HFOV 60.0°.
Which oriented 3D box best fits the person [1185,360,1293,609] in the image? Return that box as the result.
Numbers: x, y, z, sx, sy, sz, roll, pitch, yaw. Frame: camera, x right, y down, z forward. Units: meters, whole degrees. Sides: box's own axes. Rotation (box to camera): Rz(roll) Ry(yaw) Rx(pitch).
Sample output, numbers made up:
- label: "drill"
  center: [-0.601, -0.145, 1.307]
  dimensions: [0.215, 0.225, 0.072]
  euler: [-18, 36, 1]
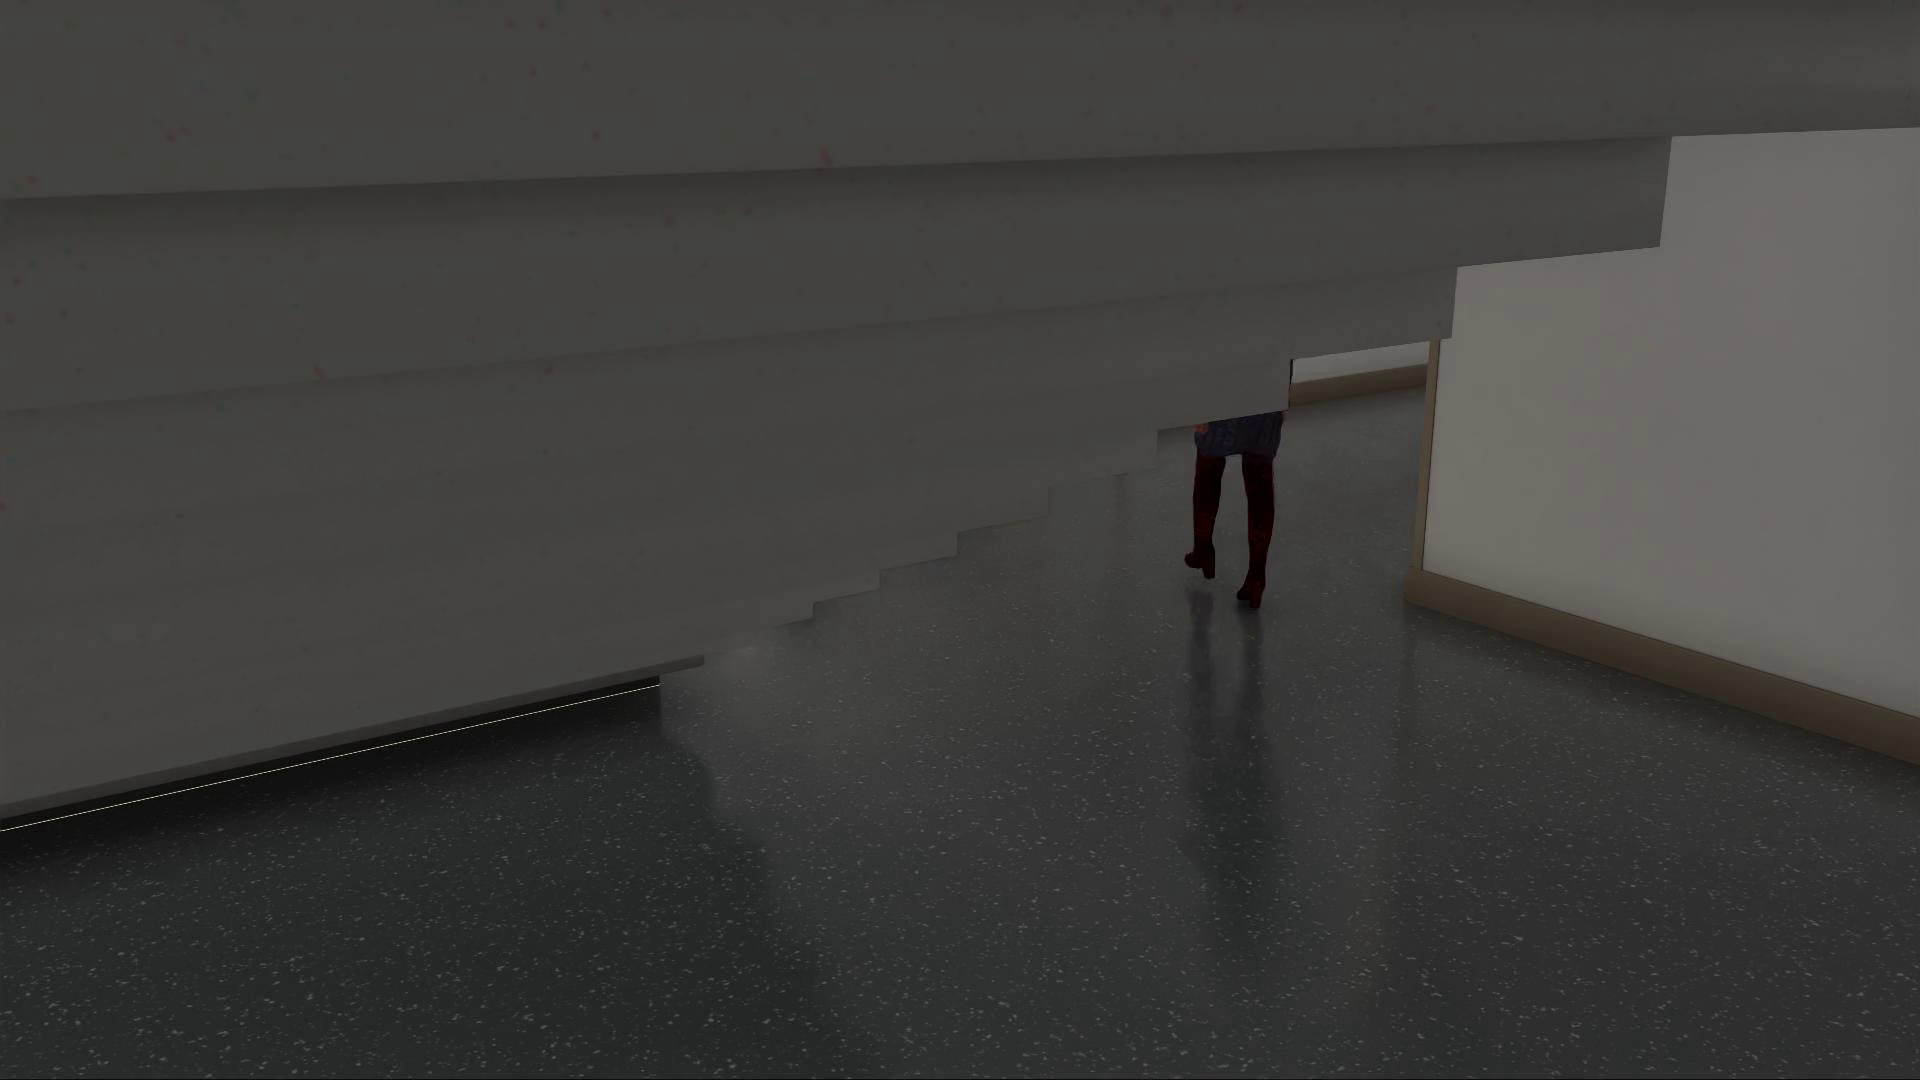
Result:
- label: "person"
  center: [1.244, -0.533, 7.149]
  dimensions: [0.842, 1.690, 0.986]
  euler: [-3, 16, -9]
